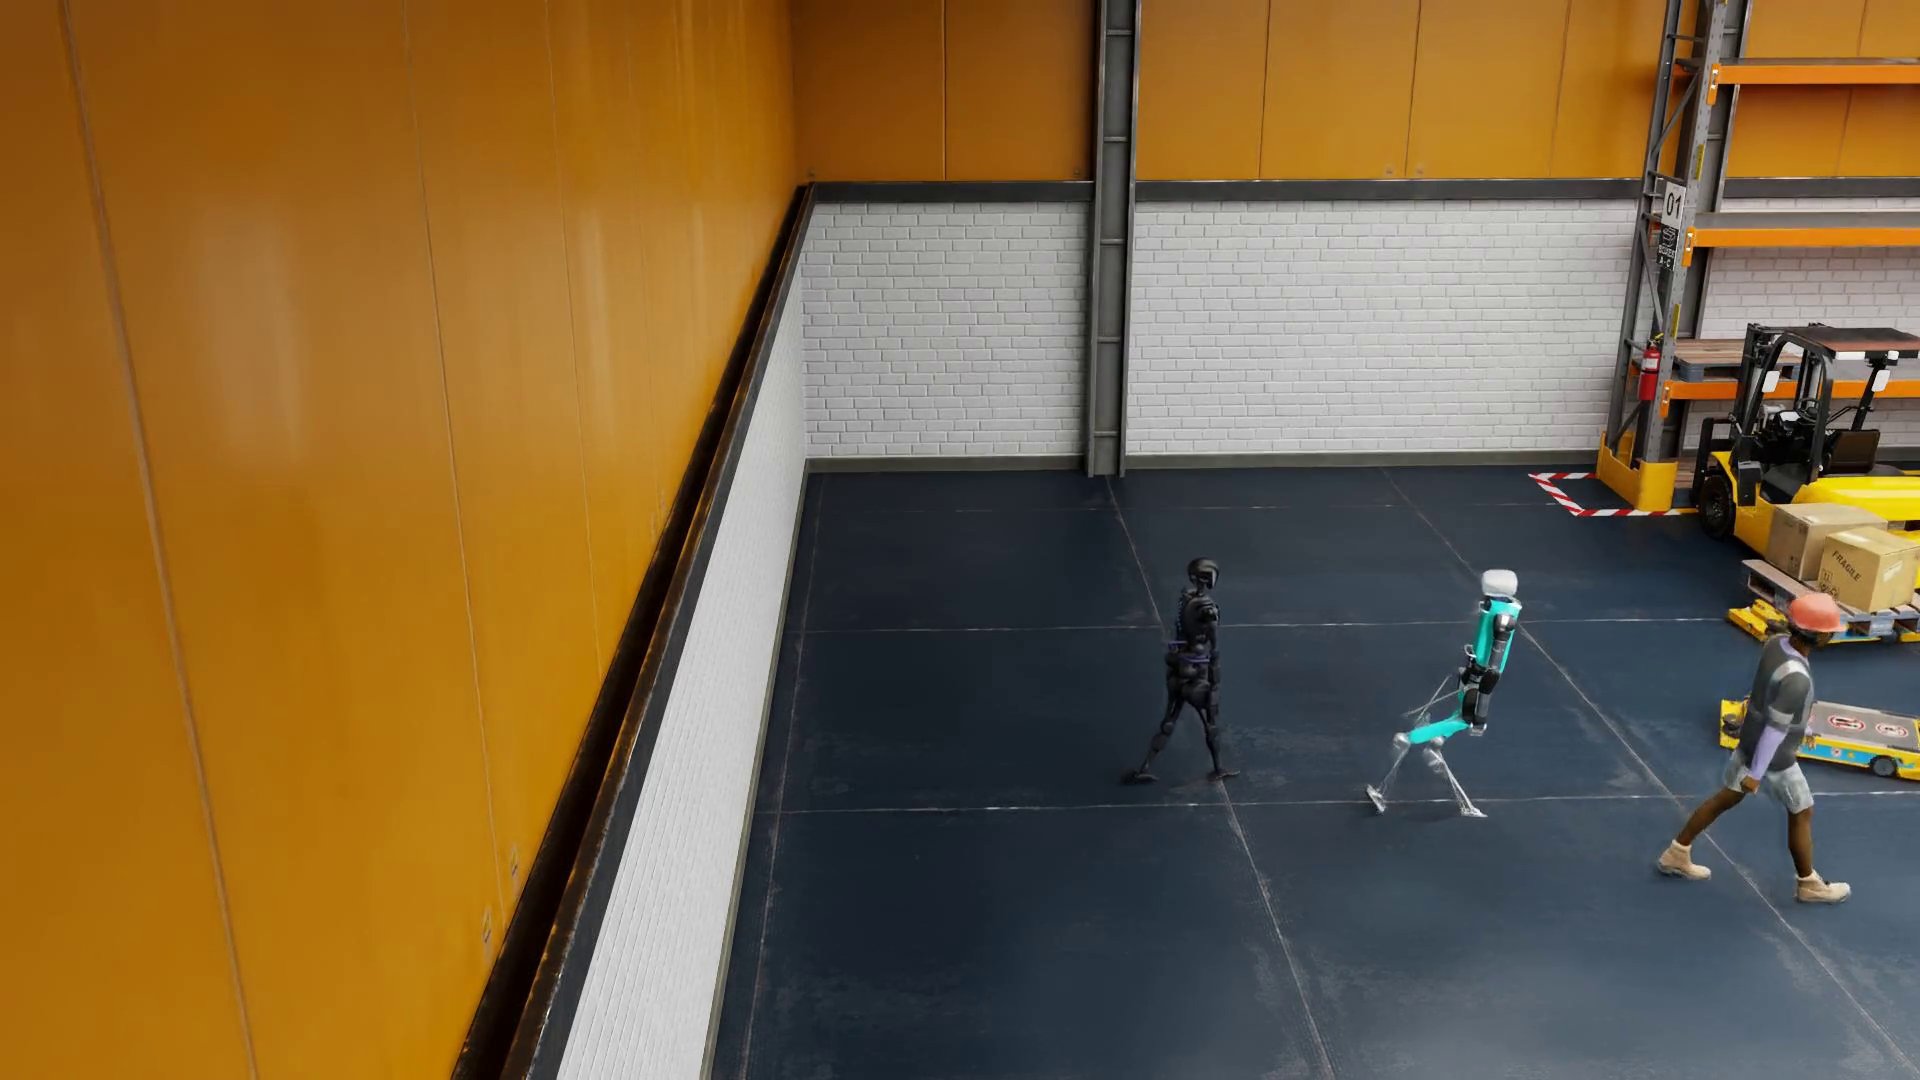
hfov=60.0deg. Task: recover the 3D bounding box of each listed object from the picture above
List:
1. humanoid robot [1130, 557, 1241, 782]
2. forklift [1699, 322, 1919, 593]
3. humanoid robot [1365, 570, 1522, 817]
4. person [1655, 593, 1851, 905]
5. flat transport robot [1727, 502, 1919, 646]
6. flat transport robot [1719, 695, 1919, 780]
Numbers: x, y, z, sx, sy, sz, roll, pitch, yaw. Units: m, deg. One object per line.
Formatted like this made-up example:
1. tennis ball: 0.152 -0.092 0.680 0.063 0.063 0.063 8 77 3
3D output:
1. humanoid robot: 1.534 0.894 11.183 0.760 1.649 0.589 -8 22 -20
2. forklift: 7.809 -0.792 14.926 1.214 2.155 2.313 -1 20 -2
3. humanoid robot: 3.039 1.011 10.723 0.950 1.780 0.549 4 21 10
4. person: 4.781 1.213 9.803 1.078 1.989 0.608 3 20 7
5. flat transport robot: 7.211 0.657 13.772 1.431 0.231 0.659 -3 20 -7
6. flat transport robot: 6.181 1.384 11.800 1.431 0.231 0.659 9 22 22
